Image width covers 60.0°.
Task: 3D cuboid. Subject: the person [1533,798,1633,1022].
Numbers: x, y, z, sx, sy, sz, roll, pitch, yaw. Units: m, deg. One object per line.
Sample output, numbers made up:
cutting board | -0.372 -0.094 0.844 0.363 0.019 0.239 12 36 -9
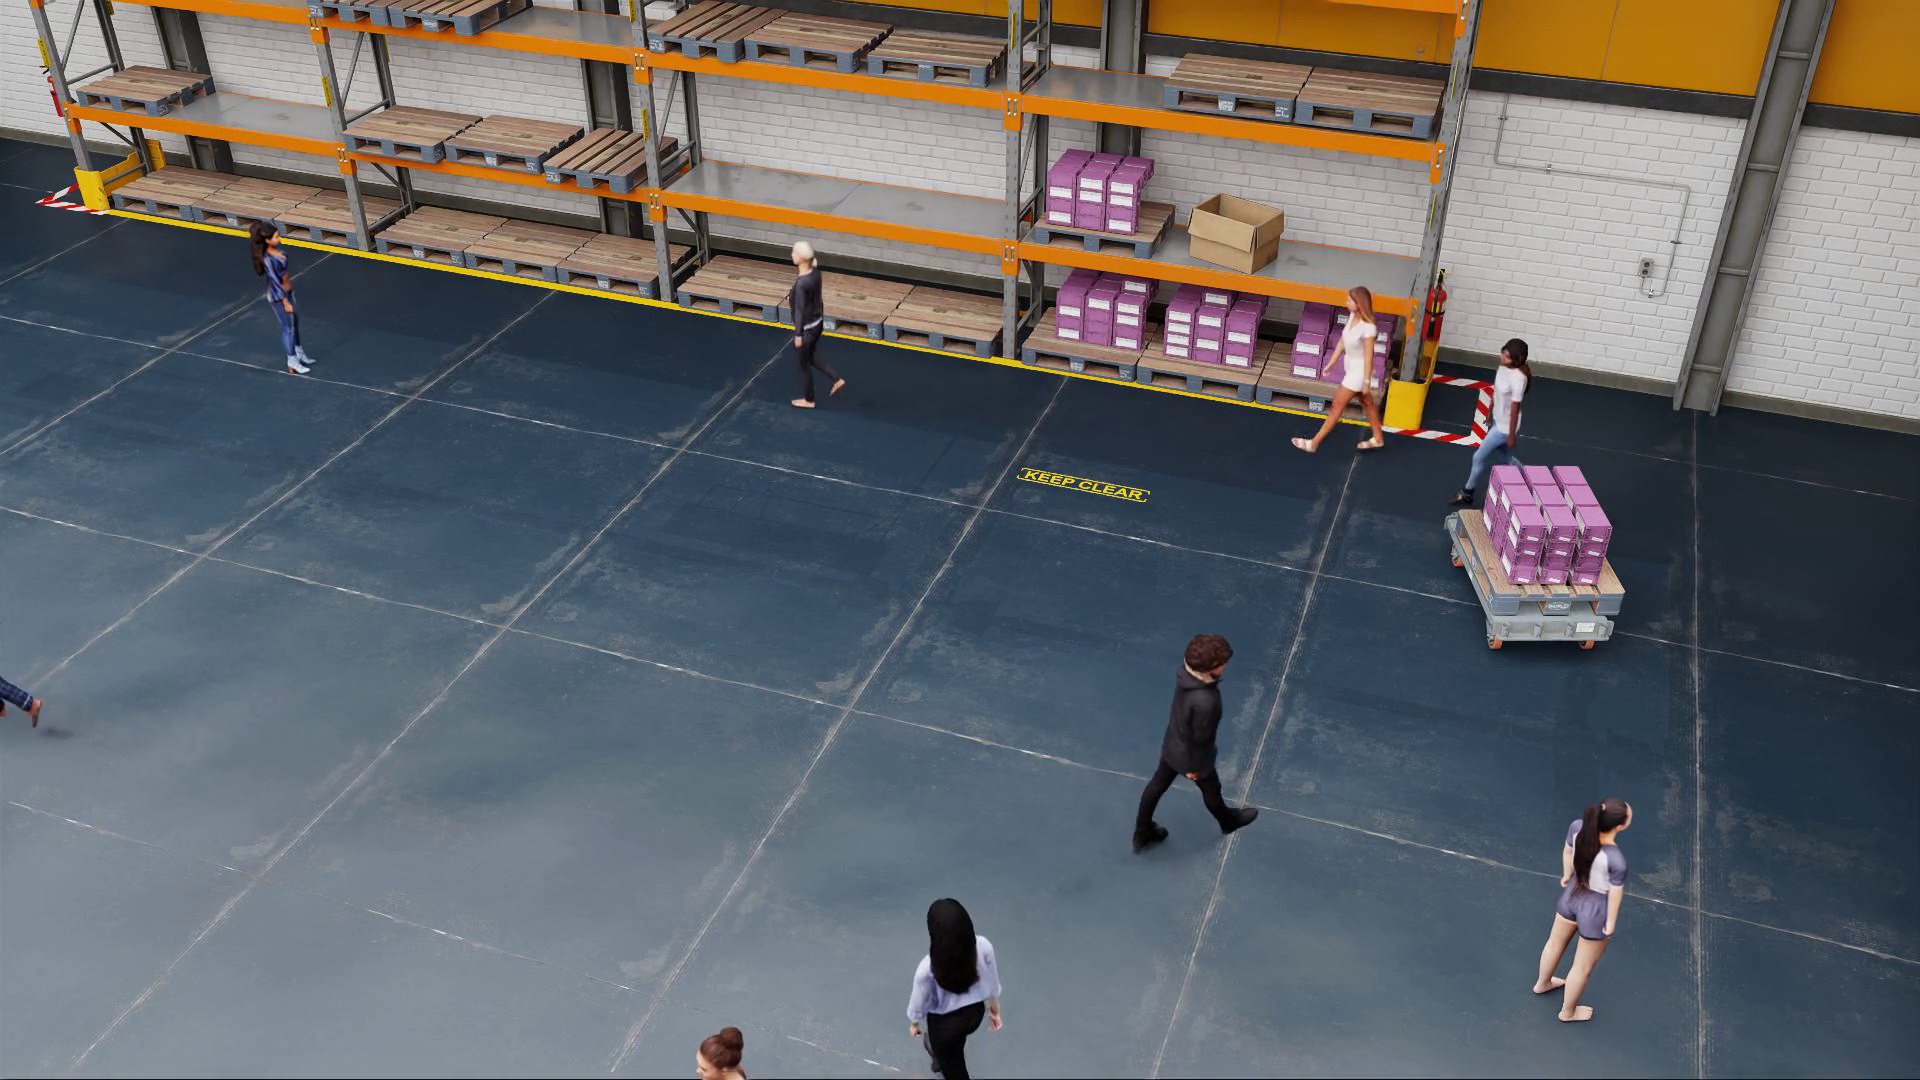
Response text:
person | 3.659 2.143 9.723 0.725 1.650 0.671 -13 36 -19

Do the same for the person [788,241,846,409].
person | -1.383 -2.050 15.974 0.754 1.713 0.646 8 35 12

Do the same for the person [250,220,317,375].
person | -6.793 -2.422 16.616 0.714 1.622 0.704 -5 34 -8

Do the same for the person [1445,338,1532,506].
person | 4.780 -0.970 14.379 1.154 1.680 0.835 3 34 4

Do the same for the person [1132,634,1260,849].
person | 1.414 1.369 10.826 1.196 1.719 1.076 -11 35 -17

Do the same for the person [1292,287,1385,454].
person | 3.726 -1.526 15.256 1.216 1.636 0.947 -5 34 -7

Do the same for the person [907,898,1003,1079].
person | 0.016 2.671 8.884 1.099 1.700 1.208 -17 37 -23

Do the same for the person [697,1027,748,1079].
person | -1.025 3.036 8.362 0.806 1.669 0.744 -18 37 -24
